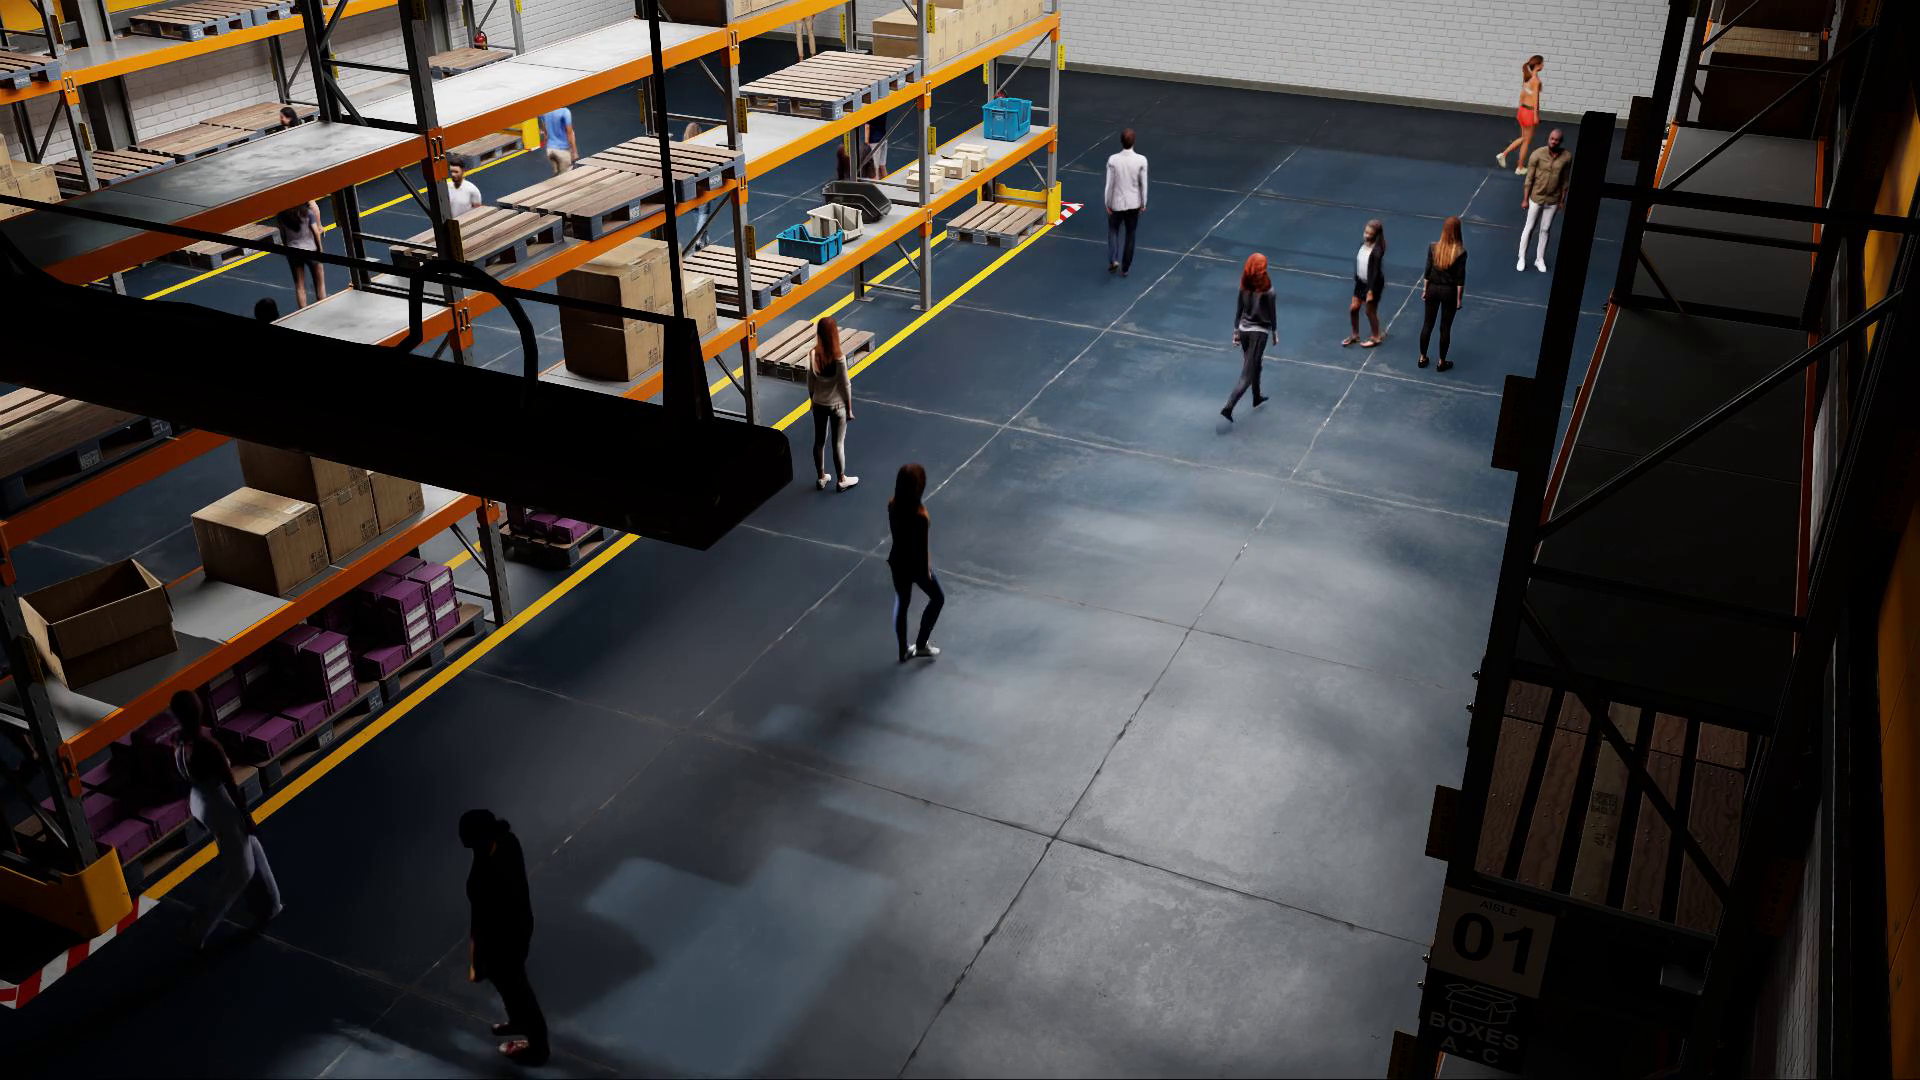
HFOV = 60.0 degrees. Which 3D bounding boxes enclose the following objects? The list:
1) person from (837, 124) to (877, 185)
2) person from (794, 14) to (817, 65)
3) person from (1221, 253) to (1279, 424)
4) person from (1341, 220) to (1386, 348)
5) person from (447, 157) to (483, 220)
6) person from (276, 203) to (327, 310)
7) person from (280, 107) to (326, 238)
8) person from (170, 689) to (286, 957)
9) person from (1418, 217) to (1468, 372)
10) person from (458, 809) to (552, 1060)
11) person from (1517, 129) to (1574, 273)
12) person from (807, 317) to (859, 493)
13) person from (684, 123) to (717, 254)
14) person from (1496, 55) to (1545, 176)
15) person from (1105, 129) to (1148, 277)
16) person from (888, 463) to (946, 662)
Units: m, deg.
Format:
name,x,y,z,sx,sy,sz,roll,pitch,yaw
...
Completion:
name,x,y,z,sx,sy,sz,roll,pitch,yaw
person,-1.327,-4.419,21.246,0.790,1.847,0.883,7,29,13
person,-2.958,-9.928,31.334,0.693,1.857,0.776,-12,31,-21
person,2.955,-2.023,16.963,1.228,1.741,0.865,-25,37,-38
person,4.665,-2.903,18.798,0.827,1.529,0.746,-10,30,-17
person,-5.888,-3.686,19.905,0.704,1.844,0.689,10,30,18
person,-7.691,-3.363,19.457,0.673,1.706,0.679,-2,29,-4
person,-8.797,-4.893,22.195,0.814,1.769,0.781,-16,33,-27
person,-4.552,1.746,10.044,0.724,1.750,0.994,20,34,32
person,5.277,-2.698,18.231,0.639,1.712,0.589,19,34,31
person,-2.443,2.197,9.222,0.824,1.746,0.701,1,29,3
person,7.409,-4.327,21.100,0.787,1.824,0.706,3,29,5
person,-1.231,-1.268,15.613,0.597,1.709,0.521,13,31,22
person,-3.408,-4.518,21.580,0.927,1.700,1.178,0,29,0
person,8.384,-6.311,24.785,0.857,1.779,0.856,-2,29,-5
person,2.069,-4.182,20.824,0.770,1.834,0.777,3,29,5
person,-0.431,0.221,12.879,0.653,1.713,0.677,23,36,36
